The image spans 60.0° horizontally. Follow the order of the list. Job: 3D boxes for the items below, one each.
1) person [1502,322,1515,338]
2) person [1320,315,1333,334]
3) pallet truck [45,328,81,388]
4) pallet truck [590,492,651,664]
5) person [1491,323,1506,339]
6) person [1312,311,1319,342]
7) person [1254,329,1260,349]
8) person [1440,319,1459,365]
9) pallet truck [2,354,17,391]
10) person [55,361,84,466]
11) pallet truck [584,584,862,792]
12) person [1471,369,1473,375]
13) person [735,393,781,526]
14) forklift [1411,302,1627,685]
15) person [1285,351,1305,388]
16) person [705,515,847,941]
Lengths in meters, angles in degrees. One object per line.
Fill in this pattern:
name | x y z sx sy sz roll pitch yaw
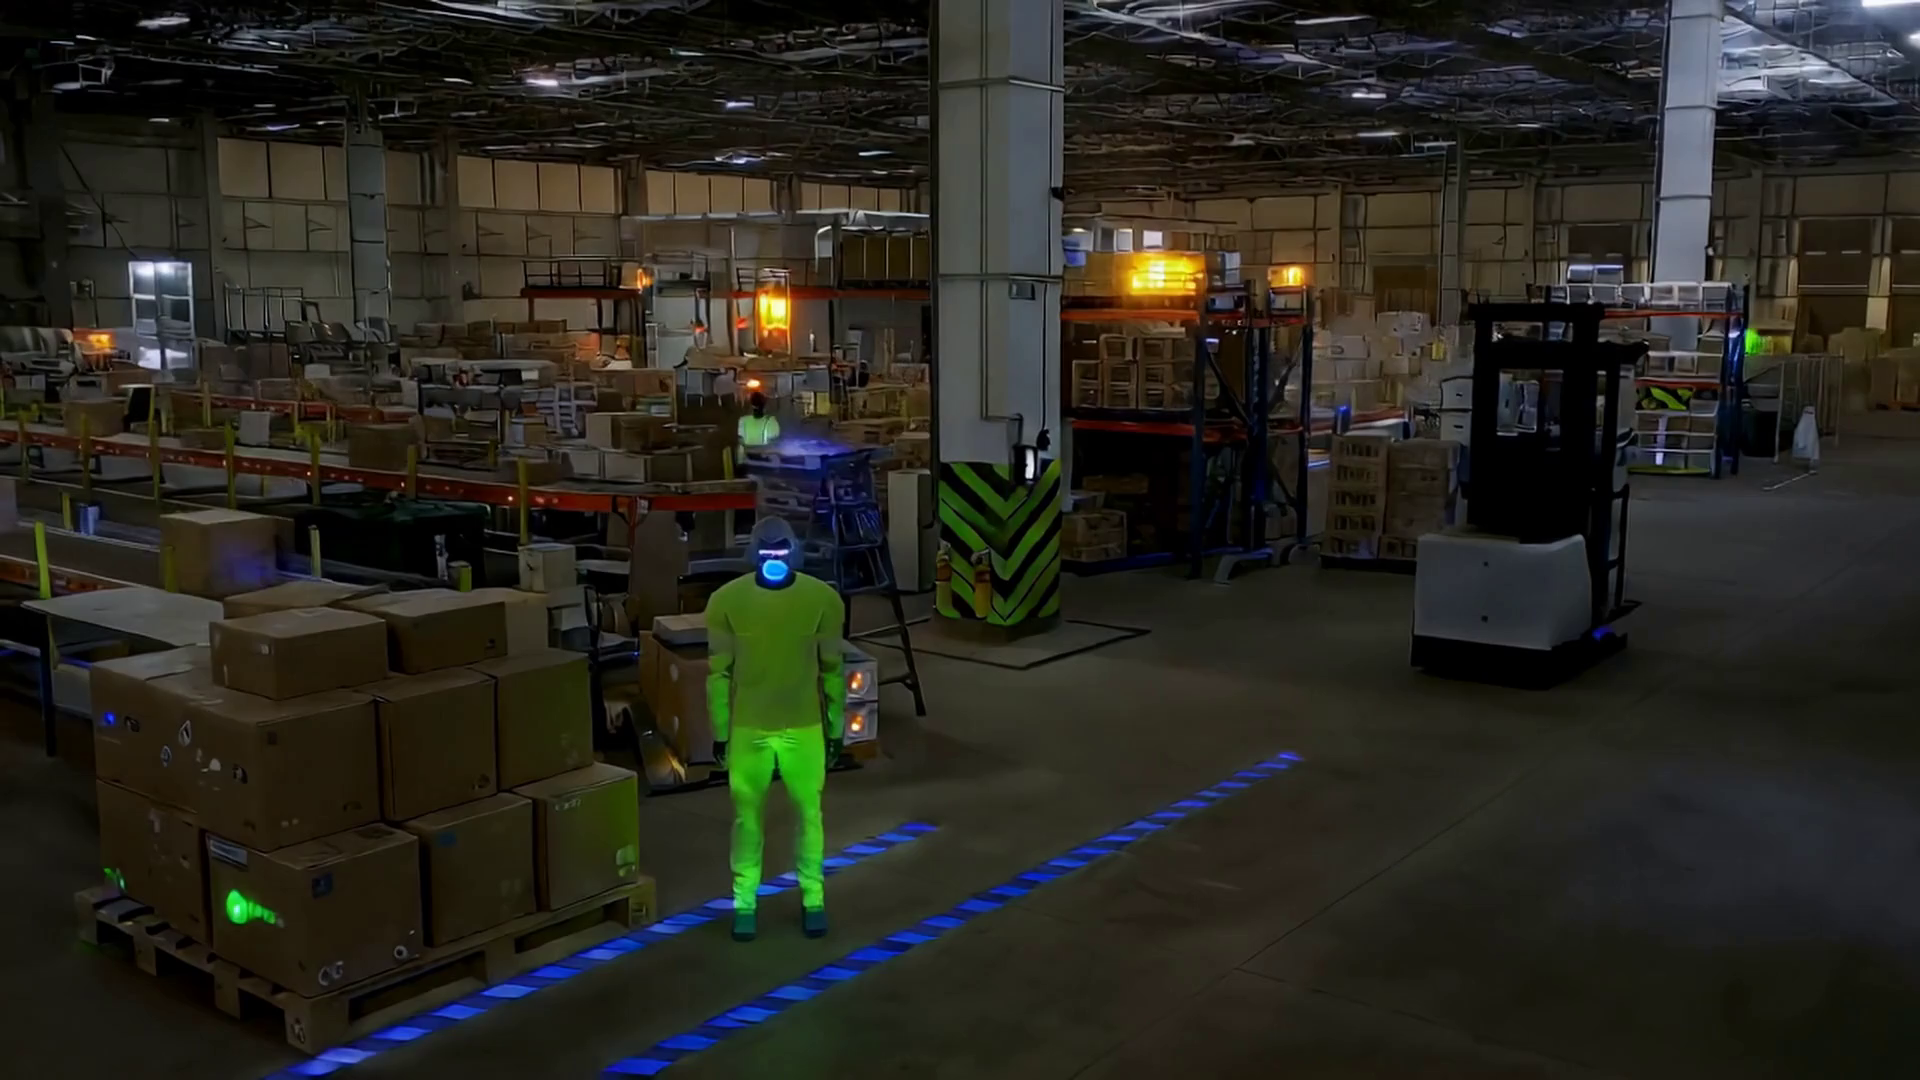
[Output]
person | 16.965 -5.785 51.864 0.612 1.997 0.376 7 11 39
person | 16.619 -9.255 75.592 0.576 1.887 0.963 5 10 32
pallet truck | -23.775 -4.544 43.495 1.885 1.965 0.823 6 10 35
pallet truck | -3.115 0.344 12.883 0.653 1.274 1.630 7 11 37
person | 16.029 -5.461 49.527 0.535 2.000 0.674 -7 11 -40
person | 18.420 -10.885 86.240 0.612 1.997 0.375 7 11 39
person | 15.479 -10.837 86.438 0.429 1.844 0.622 6 10 33
person | 19.741 -7.967 67.053 0.660 1.852 1.034 1 8 5
pallet truck | -24.881 -4.417 42.634 1.885 1.965 0.823 8 11 41
person | -14.987 -2.129 27.990 0.319 1.767 0.534 -5 10 -32
pallet truck | -1.426 0.805 10.019 1.601 1.201 0.680 -4 9 -26
person | 15.672 -5.373 50.091 0.909 1.710 0.514 -3 9 -19
person | -2.524 -0.979 20.567 0.540 1.657 0.828 3 9 16
forklift | 4.379 -0.438 12.852 1.129 2.768 1.873 7 11 37
person | 6.417 -2.693 31.691 0.626 1.788 0.890 7 11 39
person | -0.818 0.839 7.455 0.624 1.931 0.377 -1 8 -7
